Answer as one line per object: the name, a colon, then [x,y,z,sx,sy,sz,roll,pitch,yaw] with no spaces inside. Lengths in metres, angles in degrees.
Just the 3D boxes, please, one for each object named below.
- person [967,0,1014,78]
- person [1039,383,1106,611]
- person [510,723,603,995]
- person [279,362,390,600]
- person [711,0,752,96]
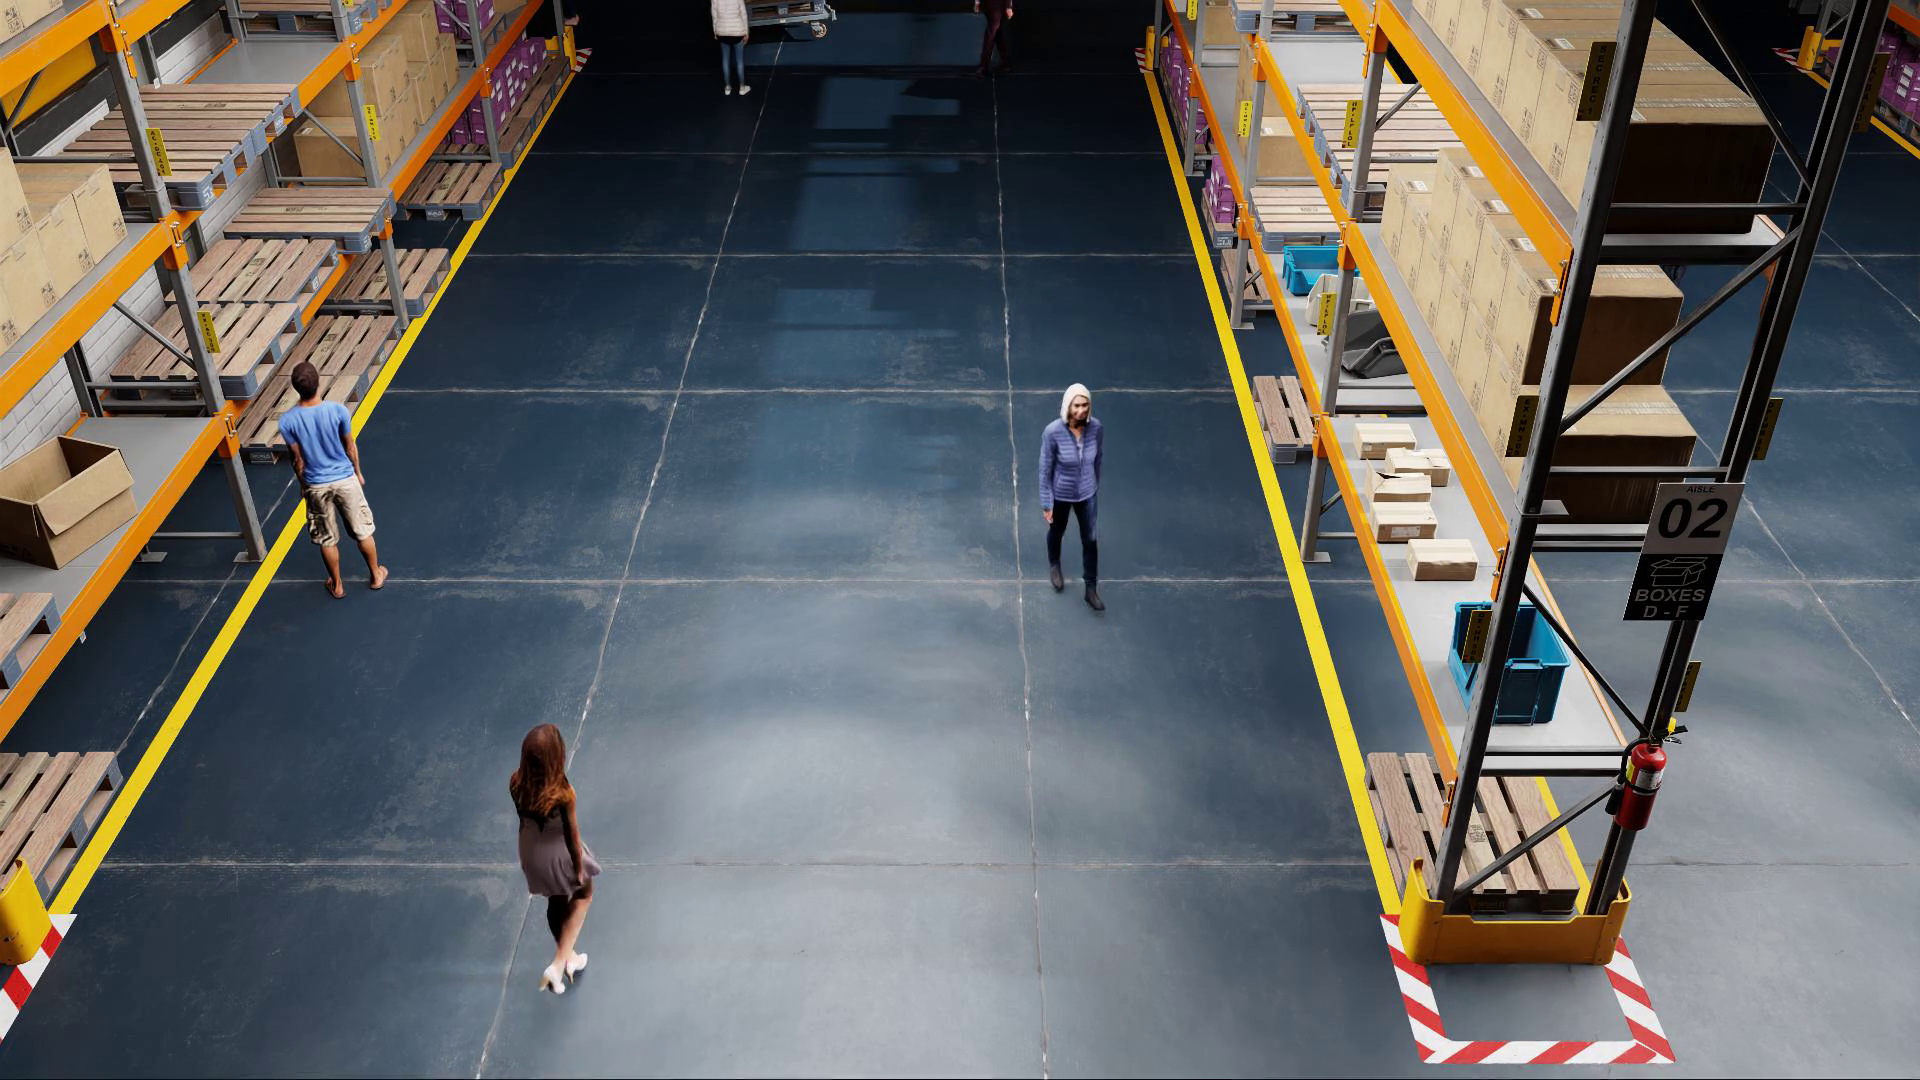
person: [0.540,-7.109,22.082,1.095,1.836,1.107,-19,38,-26]
person: [0.772,-0.394,12.087,0.805,1.719,1.029,-7,34,-11]
person: [-2.196,1.772,8.794,0.671,1.755,0.850,10,35,15]
person: [-4.541,-0.427,12.005,0.727,1.864,0.709,-13,36,-19]
person: [-2.963,-6.580,21.467,0.629,1.638,0.564,3,34,4]
